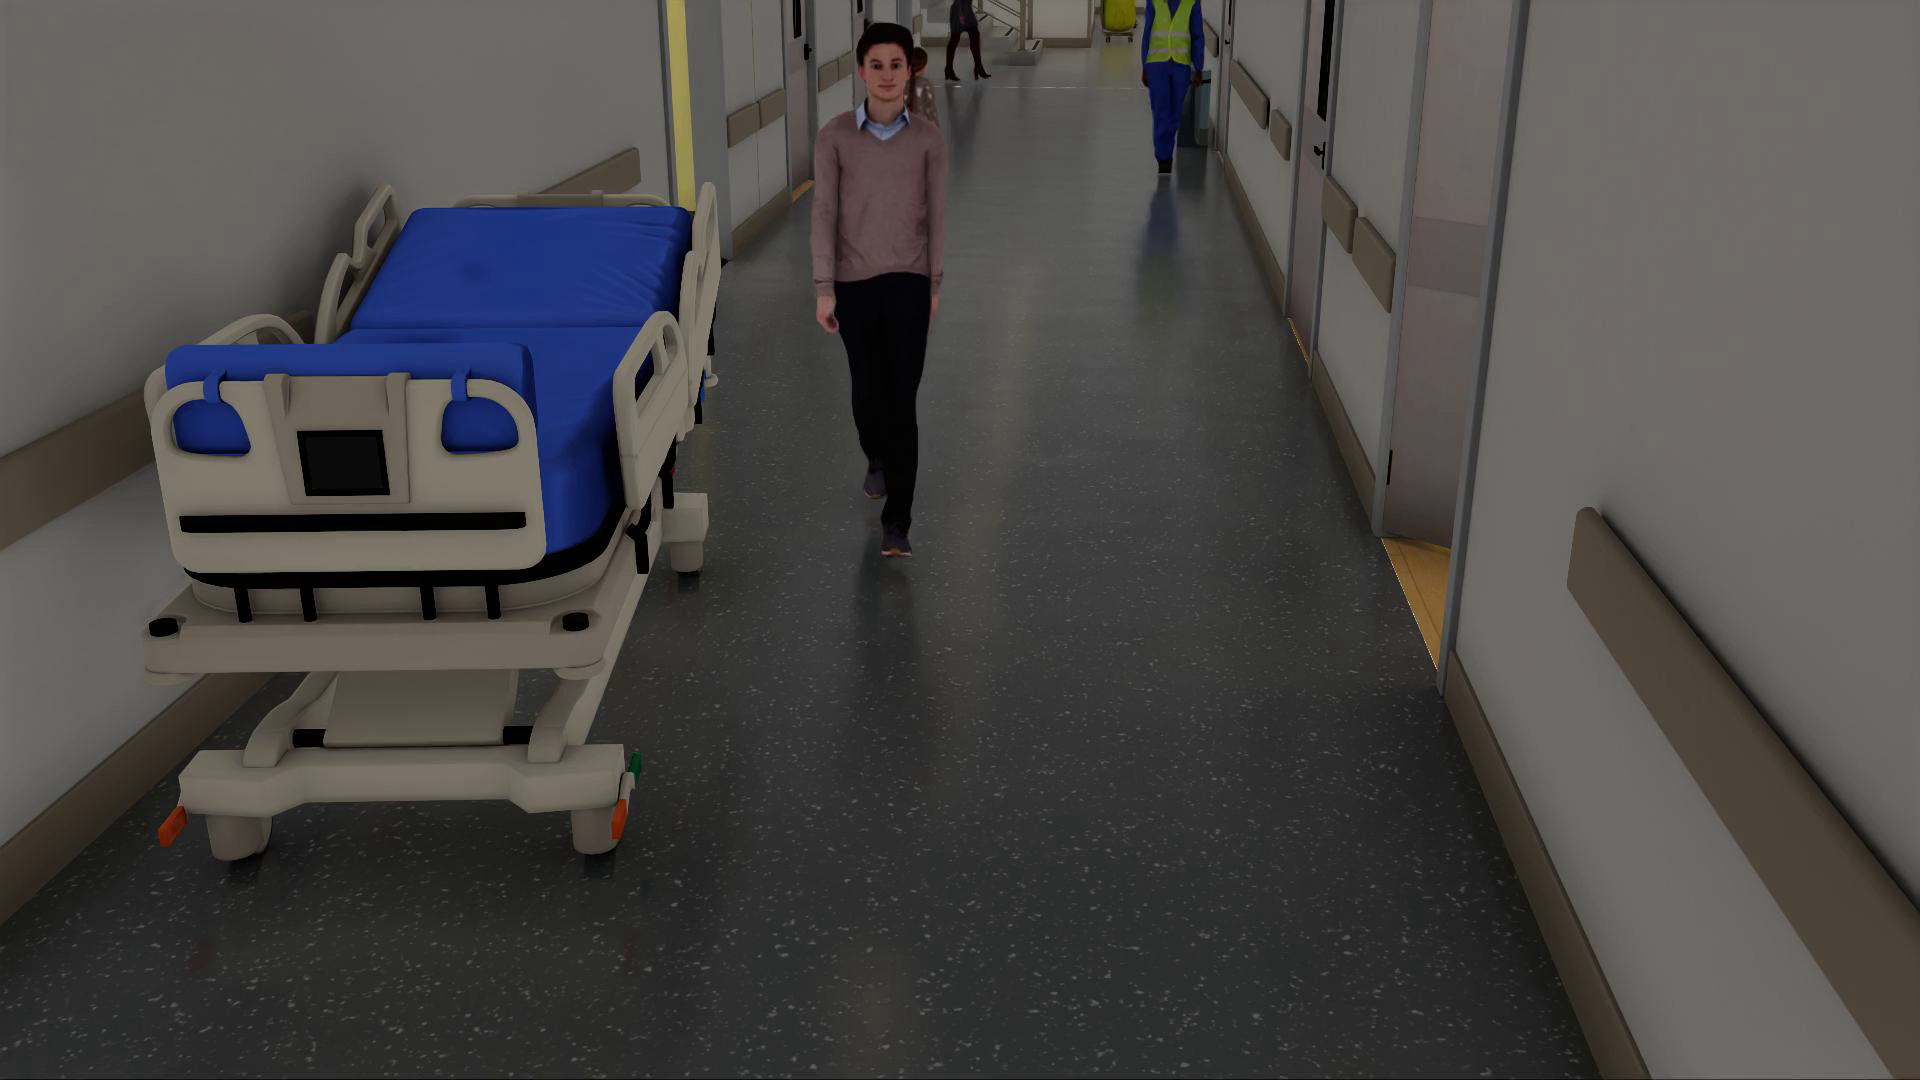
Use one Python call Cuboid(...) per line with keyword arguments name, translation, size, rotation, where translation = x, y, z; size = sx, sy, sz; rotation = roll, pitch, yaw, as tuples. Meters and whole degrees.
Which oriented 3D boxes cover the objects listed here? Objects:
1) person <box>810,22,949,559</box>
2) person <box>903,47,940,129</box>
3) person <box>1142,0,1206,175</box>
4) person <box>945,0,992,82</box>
Cuboid(name="person", translation=(-0.292, -0.886, 5.910), size=(1.199, 1.763, 0.773), rotation=(-1, 21, -2))
Cuboid(name="person", translation=(-0.373, -3.106, 12.583), size=(0.474, 1.188, 0.610), rotation=(8, 22, 20))
Cuboid(name="person", translation=(1.802, -4.048, 14.242), size=(1.148, 1.773, 0.789), rotation=(1, 21, 2))
Cuboid(name="person", translation=(-0.051, -6.928, 21.964), size=(0.986, 1.690, 0.842), rotation=(12, 24, 28))
